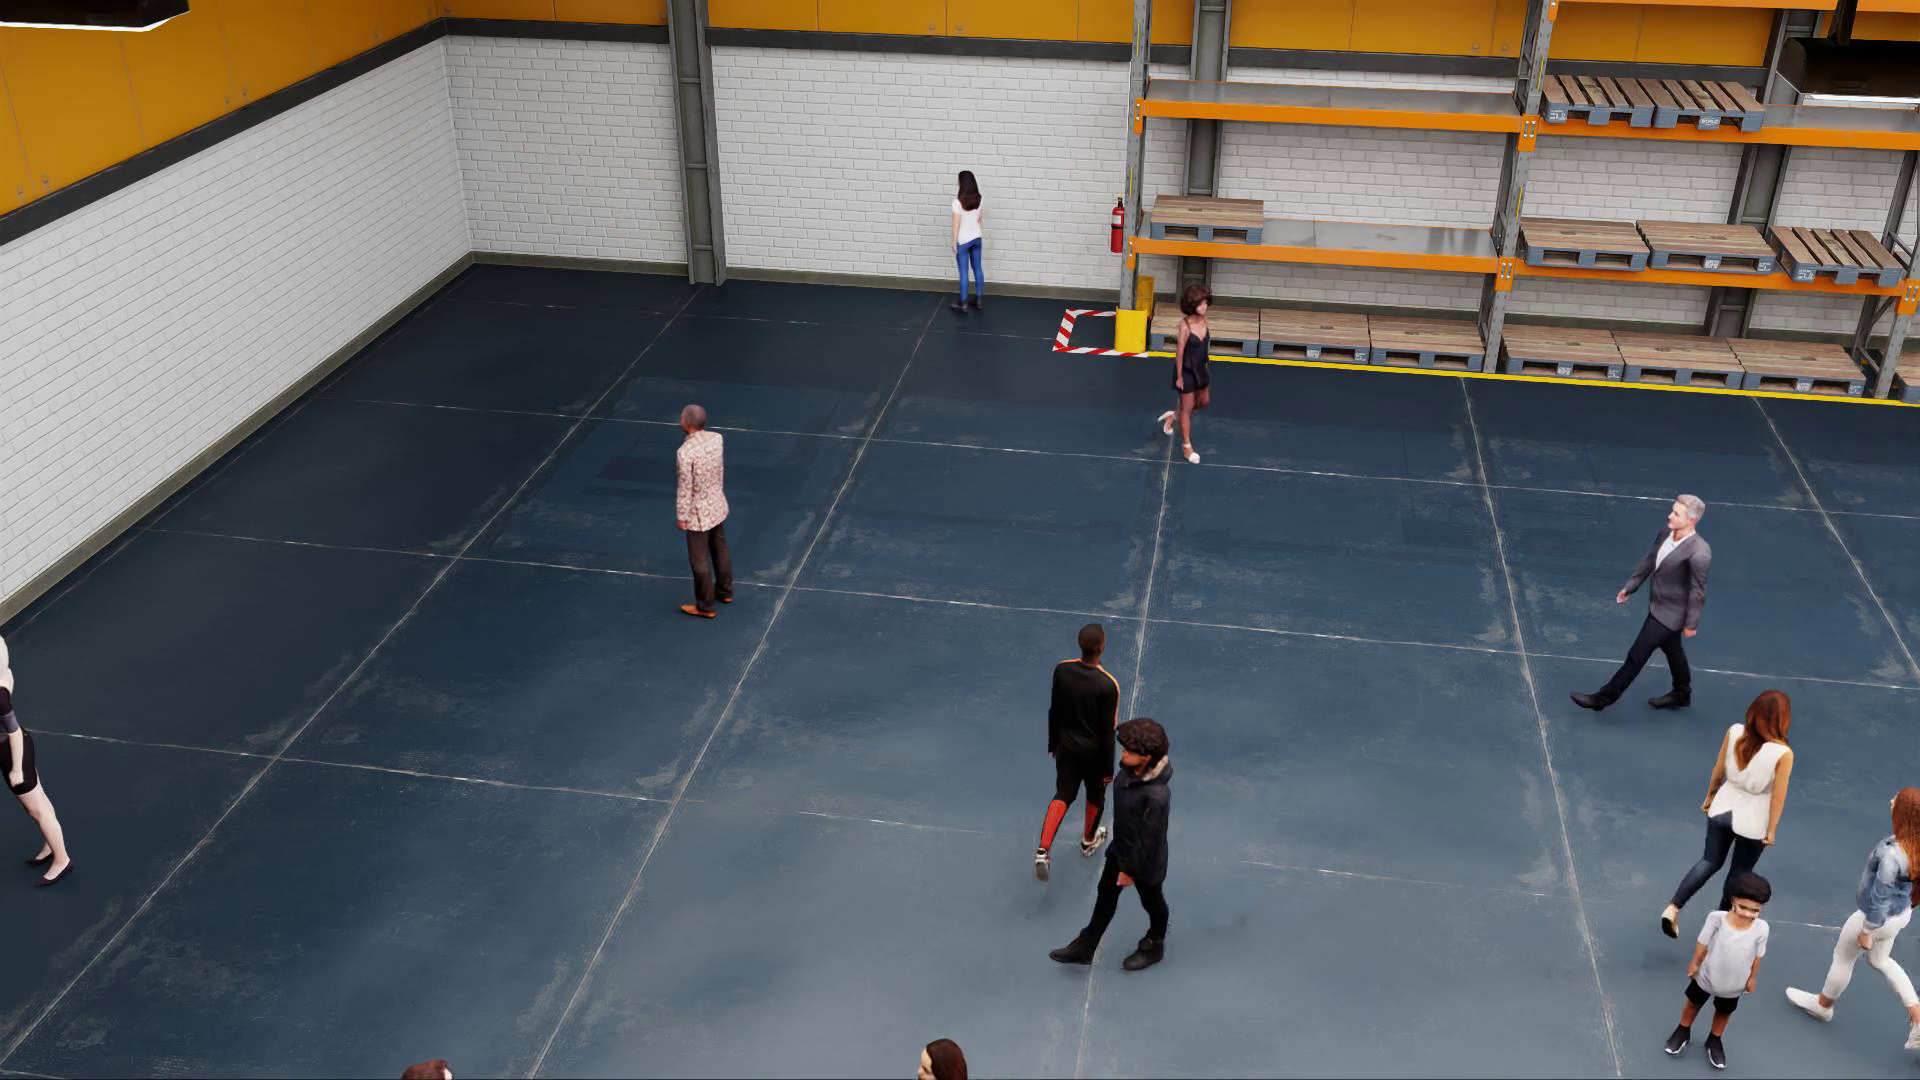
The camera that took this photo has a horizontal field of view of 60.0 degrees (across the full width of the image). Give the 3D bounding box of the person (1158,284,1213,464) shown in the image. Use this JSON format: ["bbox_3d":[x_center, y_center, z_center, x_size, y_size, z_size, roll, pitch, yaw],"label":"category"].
[{"bbox_3d":[2.153,-1.609,15.910,0.824,1.777,0.907,-22,36,-35],"label":"person"}]

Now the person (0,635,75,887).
[{"bbox_3d":[-5.915,1.348,10.434,0.700,1.830,0.645,-18,33,-29],"label":"person"}]

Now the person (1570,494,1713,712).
[{"bbox_3d":[5.197,0.493,12.038,1.229,1.795,0.823,0,29,1],"label":"person"}]

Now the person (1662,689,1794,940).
[{"bbox_3d":[4.579,1.687,9.880,1.057,1.766,0.990,-18,33,-29],"label":"person"}]

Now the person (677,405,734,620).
[{"bbox_3d":[-2.056,-0.242,13.376,0.719,1.804,0.763,15,32,26],"label":"person"}]

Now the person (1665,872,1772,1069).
[{"bbox_3d":[4.224,2.348,9.199,0.479,1.258,0.617,13,31,22],"label":"person"}]

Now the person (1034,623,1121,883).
[{"bbox_3d":[0.728,1.369,10.446,1.112,1.781,0.966,15,32,26],"label":"person"}]

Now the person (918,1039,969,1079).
[{"bbox_3d":[-0.026,2.927,7.933,1.052,1.453,0.908,-11,31,-20],"label":"person"}]

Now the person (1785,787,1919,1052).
[{"bbox_3d":[5.170,2.119,9.174,1.028,1.684,1.082,-19,34,-31],"label":"person"}]

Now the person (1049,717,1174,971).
[{"bbox_3d":[1.111,1.787,9.710,1.046,1.753,0.929,-12,31,-21],"label":"person"}]

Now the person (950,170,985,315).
[{"bbox_3d":[0.100,-3.476,19.429,0.695,1.684,0.738,-20,34,-32],"label":"person"}]
